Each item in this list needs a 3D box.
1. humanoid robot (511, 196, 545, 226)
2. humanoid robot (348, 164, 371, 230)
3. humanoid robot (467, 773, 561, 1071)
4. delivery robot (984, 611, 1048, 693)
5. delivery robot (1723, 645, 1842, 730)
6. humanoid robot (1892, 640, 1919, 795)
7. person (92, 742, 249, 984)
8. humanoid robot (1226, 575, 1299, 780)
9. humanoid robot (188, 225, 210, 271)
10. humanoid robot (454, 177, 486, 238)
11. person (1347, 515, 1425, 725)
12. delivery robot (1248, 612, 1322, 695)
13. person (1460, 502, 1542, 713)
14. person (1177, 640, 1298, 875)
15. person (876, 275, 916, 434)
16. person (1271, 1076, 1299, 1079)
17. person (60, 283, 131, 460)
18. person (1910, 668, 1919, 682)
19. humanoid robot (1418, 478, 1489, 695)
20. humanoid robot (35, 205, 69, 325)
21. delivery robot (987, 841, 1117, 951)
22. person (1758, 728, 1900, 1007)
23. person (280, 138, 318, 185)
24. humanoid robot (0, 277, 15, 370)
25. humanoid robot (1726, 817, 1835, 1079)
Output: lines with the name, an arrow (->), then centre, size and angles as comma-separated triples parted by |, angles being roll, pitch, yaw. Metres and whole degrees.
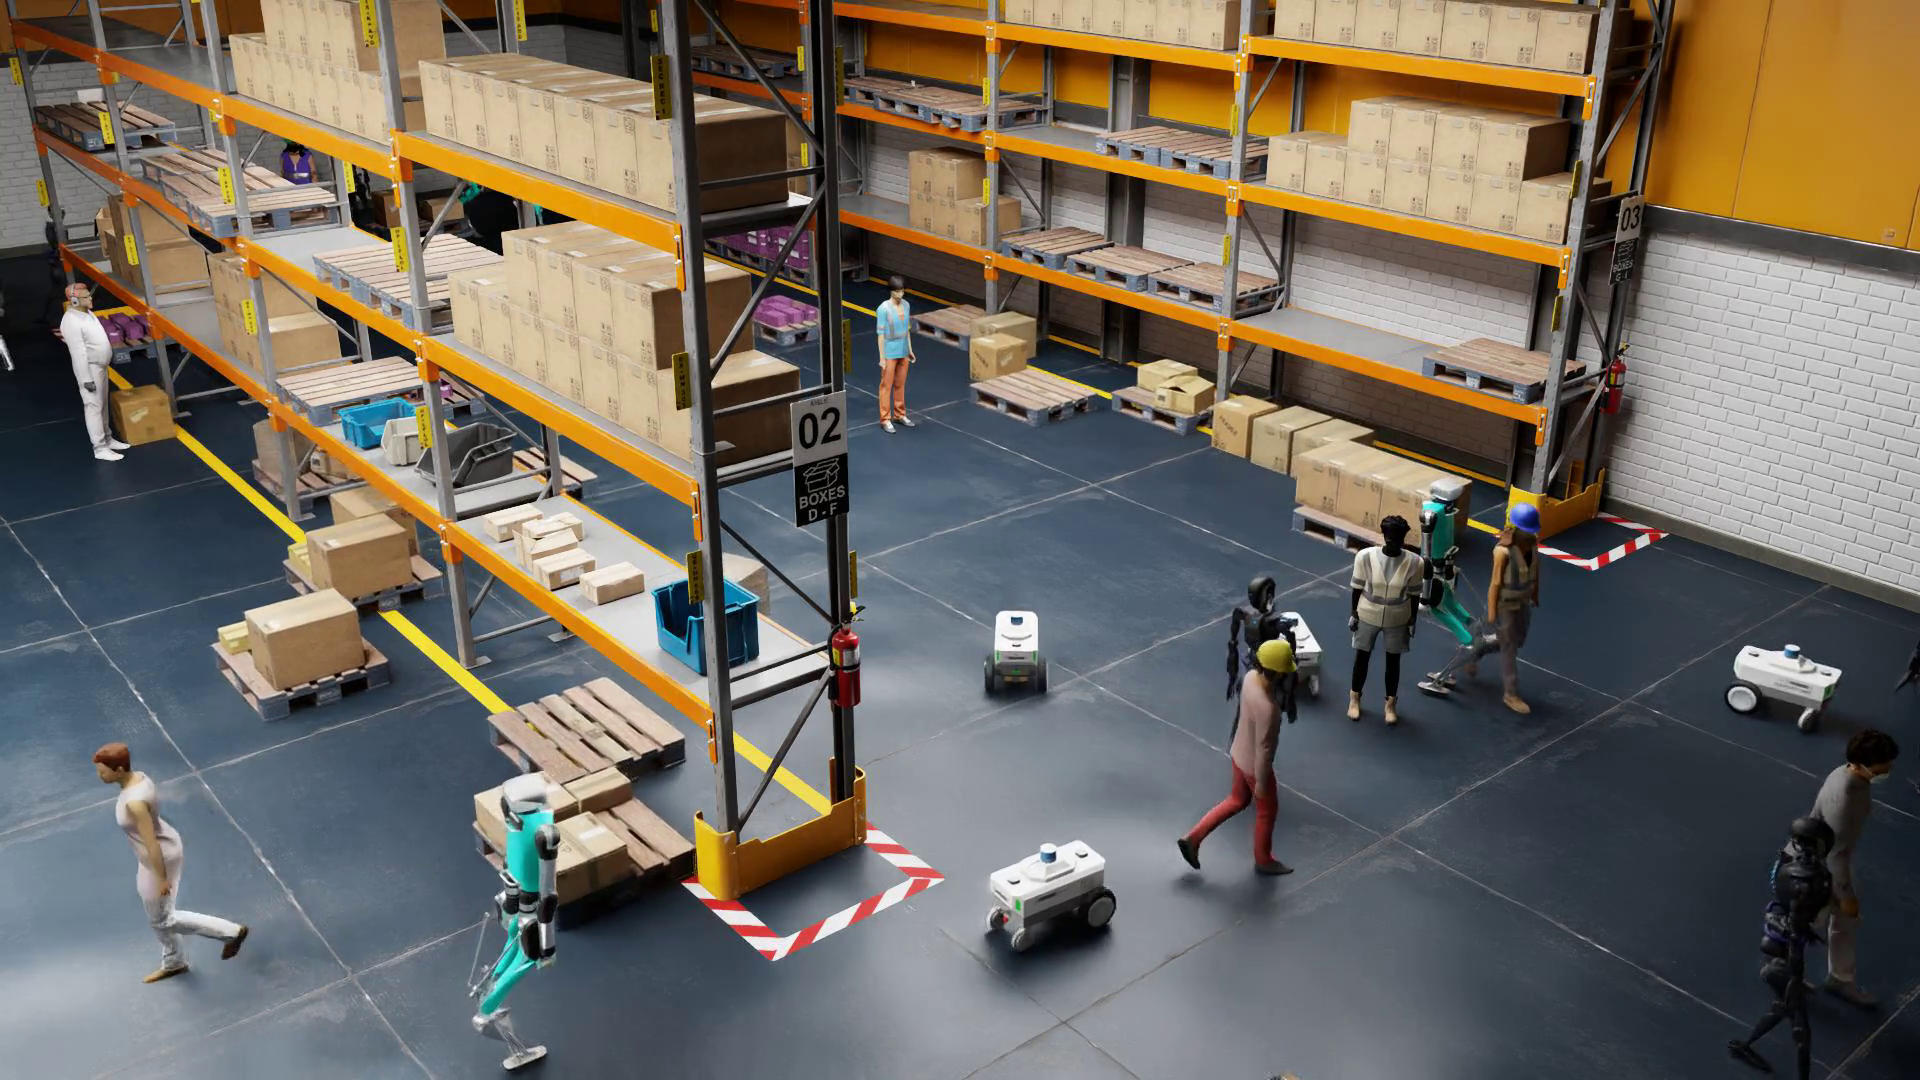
humanoid robot -> -6.805, -5.412, 26.322 | 0.545, 1.788, 0.671 | -12, 26, -26
humanoid robot -> -10.083, -5.912, 27.560 | 0.609, 1.650, 0.407 | 7, 24, 16
humanoid robot -> -2.445, 2.163, 8.874 | 0.697, 1.861, 0.530 | -17, 29, -34
delivery robot -> 0.450, 0.870, 13.273 | 0.499, 0.598, 0.791 | 1, 23, 2
delivery robot -> 6.296, 1.092, 12.774 | 0.782, 0.611, 0.521 | 17, 29, 34
humanoid robot -> 6.914, 0.945, 11.694 | 0.602, 1.645, 0.624 | 4, 24, 8
person -> -4.576, 1.853, 9.635 | 0.532, 1.634, 0.448 | -12, 26, -27
humanoid robot -> 2.127, 1.000, 11.561 | 0.363, 1.652, 0.597 | -22, 31, -40
humanoid robot -> -11.121, -4.442, 24.167 | 0.479, 1.644, 0.609 | 3, 23, 6
humanoid robot -> -8.216, -5.873, 27.441 | 0.906, 1.808, 0.551 | 16, 28, 33
person -> 3.180, 0.588, 12.489 | 0.531, 1.693, 0.319 | 5, 24, 12
delivery robot -> 2.628, 0.870, 13.294 | 0.499, 0.614, 0.808 | -2, 23, -4
person -> 4.168, 0.447, 12.756 | 0.504, 1.741, 0.663 | -14, 27, -30
person -> 1.807, 1.396, 10.562 | 0.724, 1.739, 0.536 | -3, 24, -7
person -> -0.714, -2.082, 18.575 | 0.322, 1.766, 0.496 | 22, 31, 40
person -> 1.189, 2.980, 6.782 | 0.444, 1.832, 0.569 | -17, 29, -34
person -> -9.241, -1.807, 17.763 | 0.409, 1.910, 0.638 | -5, 24, -12
person -> 7.816, 0.262, 12.951 | 0.547, 1.927, 0.389 | 14, 27, 29
humanoid robot -> 3.835, 0.388, 12.785 | 0.699, 1.713, 0.530 | 16, 28, 32
humanoid robot -> -12.311, -3.755, 22.640 | 0.815, 1.623, 0.594 | -15, 27, -31
delivery robot -> 0.563, 2.155, 10.301 | 0.783, 0.601, 0.499 | -15, 27, -30
person -> 4.991, 1.855, 9.335 | 0.716, 1.861, 0.601 | 18, 29, 36
person -> -10.445, -5.541, 26.383 | 0.533, 1.929, 0.421 | -4, 24, -10
humanoid robot -> -12.101, -2.895, 20.530 | 0.542, 1.827, 0.654 | -18, 29, -36
humanoid robot -> 4.505, 2.185, 8.832 | 0.550, 1.649, 0.612 | 12, 26, 25
